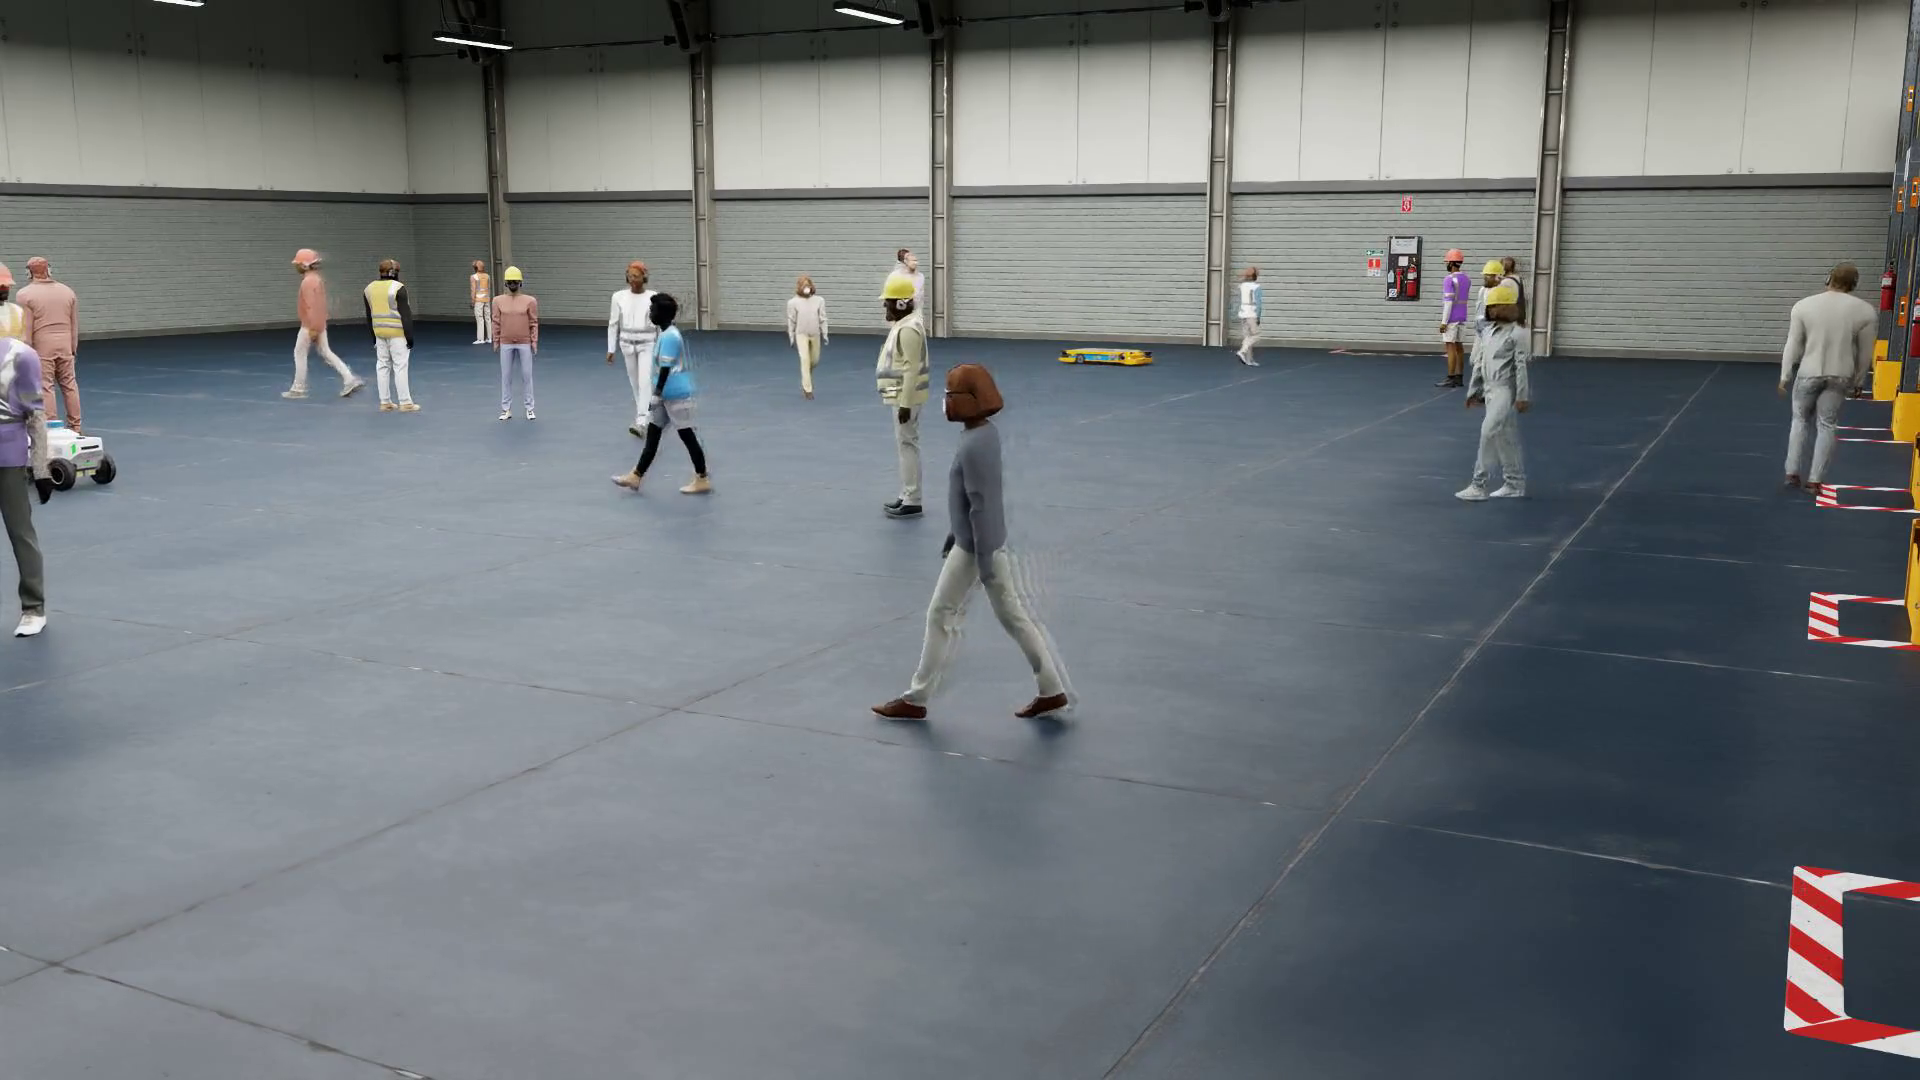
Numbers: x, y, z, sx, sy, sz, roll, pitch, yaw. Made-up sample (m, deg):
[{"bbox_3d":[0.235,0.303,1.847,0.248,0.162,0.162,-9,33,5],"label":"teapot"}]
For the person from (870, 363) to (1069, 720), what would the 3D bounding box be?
[{"bbox_3d":[0.080,0.022,7.257,0.867,1.590,0.502,2,11,12],"label":"person"}]

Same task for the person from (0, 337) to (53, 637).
[{"bbox_3d":[-5.147,-0.436,8.824,0.611,1.924,0.374,0,10,-1],"label":"person"}]

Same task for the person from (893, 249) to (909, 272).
[{"bbox_3d":[-1.173,-5.041,34.166,0.429,1.841,0.634,1,10,3],"label":"person"}]

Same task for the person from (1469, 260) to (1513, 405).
[{"bbox_3d":[6.695,-2.609,20.956,0.429,1.819,0.616,-3,11,-17],"label":"person"}]

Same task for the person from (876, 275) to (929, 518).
[{"bbox_3d":[-0.436,-1.082,12.611,0.404,1.827,0.600,-1,10,-4],"label":"person"}]

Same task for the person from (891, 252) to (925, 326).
[{"bbox_3d":[-0.867,-3.679,26.683,0.644,1.870,0.961,-5,12,-27],"label":"person"}]

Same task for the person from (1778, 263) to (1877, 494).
[{"bbox_3d":[7.176,-1.339,13.827,0.685,1.899,0.656,4,11,23],"label":"person"}]

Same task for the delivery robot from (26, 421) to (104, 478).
[{"bbox_3d":[-7.661,-0.772,14.141,0.707,0.478,0.477,4,11,20],"label":"delivery robot"}]

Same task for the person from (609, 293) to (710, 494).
[{"bbox_3d":[-2.469,-1.183,13.626,0.859,1.654,0.542,-3,11,-17],"label":"person"}]

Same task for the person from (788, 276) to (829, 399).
[{"bbox_3d":[-2.024,-2.680,21.924,0.498,1.611,0.727,-4,11,-22],"label":"person"}]

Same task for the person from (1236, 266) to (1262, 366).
[{"bbox_3d":[4.700,-3.619,26.993,0.504,1.627,0.539,-6,12,-29],"label":"person"}]

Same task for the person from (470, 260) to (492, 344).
[{"bbox_3d":[-9.405,-4.664,32.653,0.307,1.644,0.511,5,12,26],"label":"person"}]

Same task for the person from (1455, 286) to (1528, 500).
[{"bbox_3d":[4.254,-1.174,13.411,0.783,1.708,0.499,-3,11,-16],"label":"person"}]

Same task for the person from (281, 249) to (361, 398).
[{"bbox_3d":[-8.412,-2.829,21.775,0.978,1.960,0.623,-1,10,-3],"label":"person"}]

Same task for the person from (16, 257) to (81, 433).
[{"bbox_3d":[-9.531,-1.991,17.370,0.402,1.904,0.638,6,12,28],"label":"person"}]

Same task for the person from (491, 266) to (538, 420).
[{"bbox_3d":[-5.151,-2.274,19.275,0.525,1.772,0.307,-2,11,-9],"label":"person"}]

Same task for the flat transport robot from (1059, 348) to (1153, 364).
[{"bbox_3d":[2.428,-3.065,27.675,1.431,0.197,0.652,6,12,30],"label":"flat transport robot"}]

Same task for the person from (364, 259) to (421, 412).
[{"bbox_3d":[-6.881,-2.472,20.174,0.621,1.838,0.429,4,11,21],"label":"person"}]

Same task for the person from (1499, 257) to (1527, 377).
[{"bbox_3d":[7.924,-3.152,23.947,0.536,1.814,0.501,10,14,42],"label":"person"}]

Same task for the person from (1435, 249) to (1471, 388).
[{"bbox_3d":[6.917,-3.109,23.362,0.542,1.939,0.369,-9,14,-41],"label":"person"}]

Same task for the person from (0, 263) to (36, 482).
[{"bbox_3d":[-8.309,-1.429,14.322,0.879,1.911,0.552,5,11,24],"label":"person"}]

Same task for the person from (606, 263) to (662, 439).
[{"bbox_3d":[-3.426,-1.992,17.554,0.583,1.831,0.981,2,11,9],"label":"person"}]
